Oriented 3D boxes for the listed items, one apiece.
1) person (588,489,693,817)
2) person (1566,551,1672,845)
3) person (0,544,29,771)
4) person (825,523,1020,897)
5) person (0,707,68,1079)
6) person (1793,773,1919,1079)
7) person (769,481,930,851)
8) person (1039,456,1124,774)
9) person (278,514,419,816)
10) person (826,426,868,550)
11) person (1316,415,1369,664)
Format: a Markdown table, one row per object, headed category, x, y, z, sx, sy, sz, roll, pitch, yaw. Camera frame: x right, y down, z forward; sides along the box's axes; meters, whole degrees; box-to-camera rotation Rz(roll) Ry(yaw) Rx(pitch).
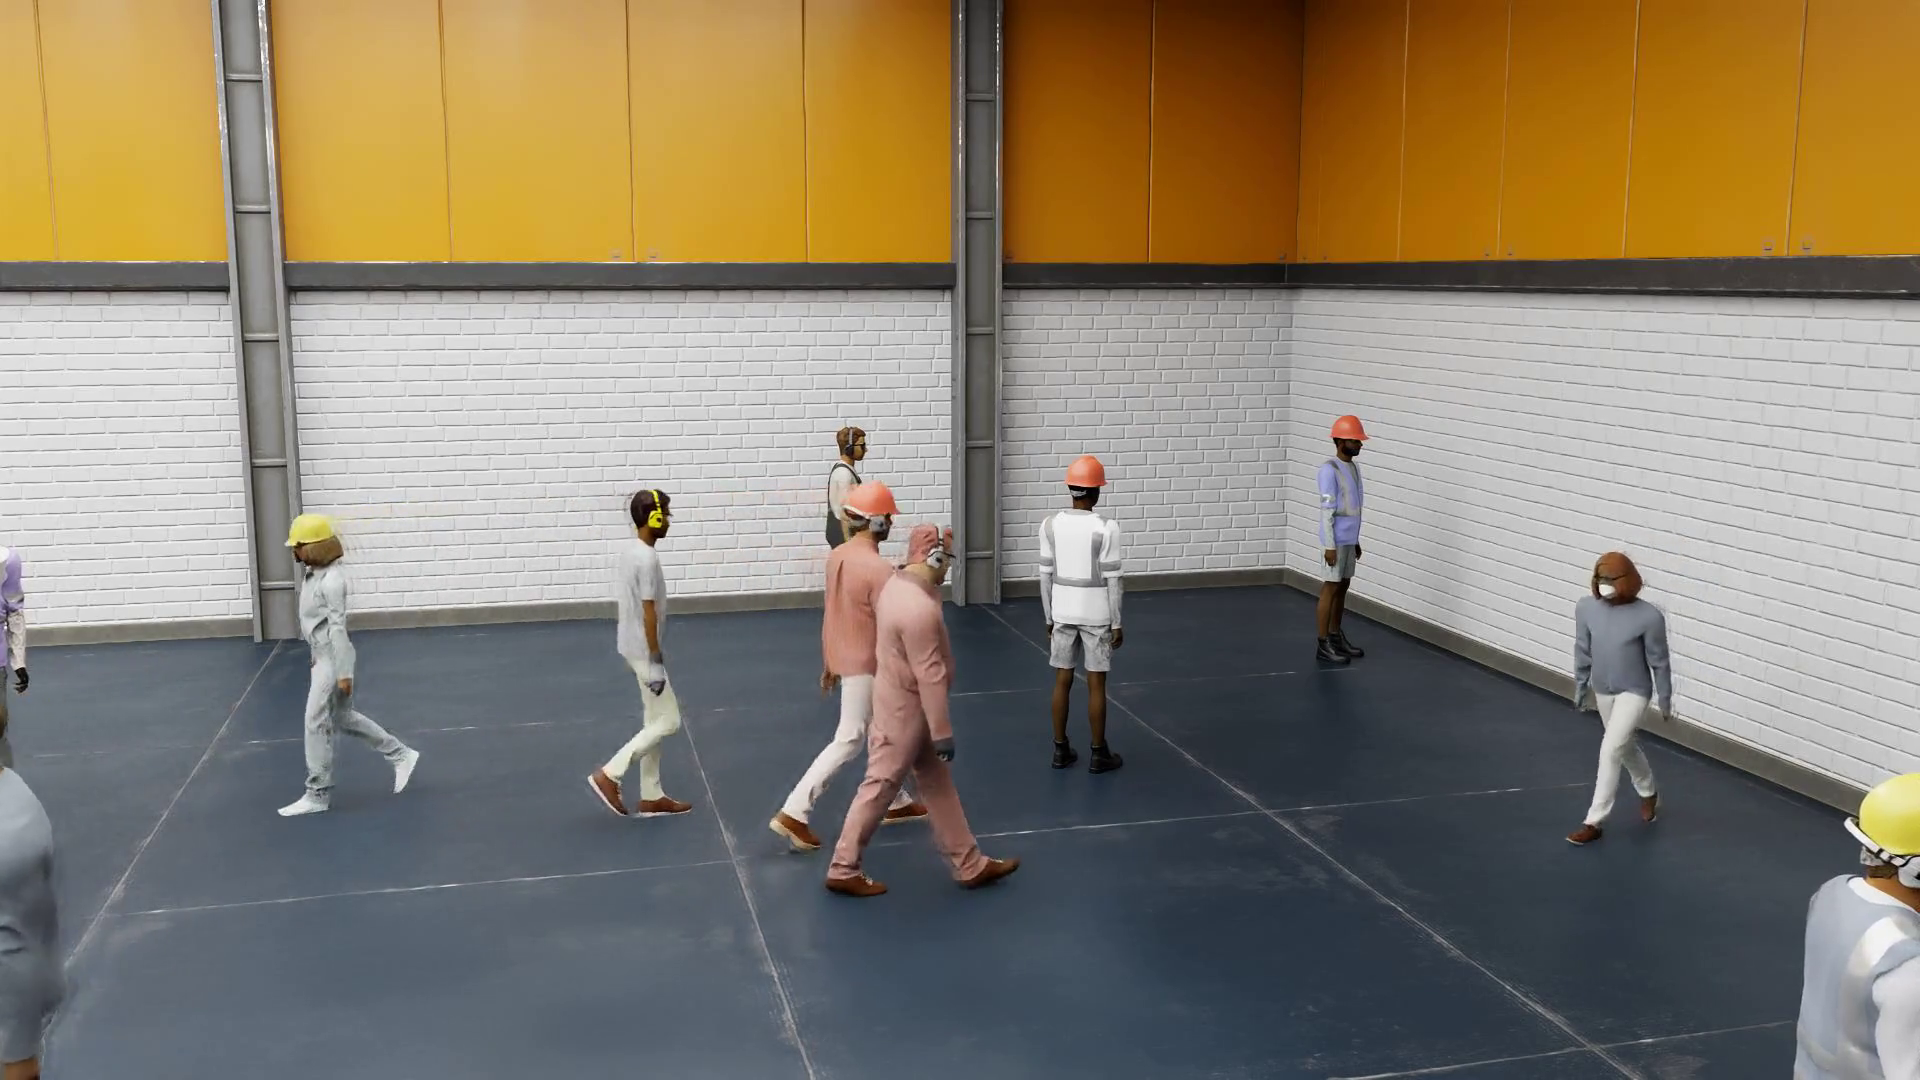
| category | x | y | z | sx | sy | sz | roll | pitch | yaw |
| --- | --- | --- | --- | --- | --- | --- | --- | --- | --- |
| person | -1.787 | 0.643 | 9.227 | 0.476 | 1.846 | 0.560 | -3 | 10 | -20 |
| person | 3.618 | 0.817 | 8.999 | 0.856 | 1.574 | 0.502 | -6 | 11 | -34 |
| person | -5.347 | 0.646 | 8.958 | 0.585 | 1.929 | 0.371 | -5 | 10 | -27 |
| person | -0.204 | 0.833 | 8.068 | 0.981 | 1.843 | 0.650 | -1 | 9 | -4 |
| person | -2.723 | 1.324 | 4.790 | 0.887 | 1.913 | 0.644 | -7 | 11 | -37 |
| person | 2.294 | 1.467 | 4.131 | 0.404 | 1.835 | 0.588 | 1 | 9 | 9 |
| person | -0.582 | 0.659 | 8.860 | 1.035 | 1.945 | 0.615 | -5 | 10 | -29 |
| person | 0.752 | 0.454 | 10.129 | 0.543 | 1.938 | 0.356 | 5 | 10 | 28 |
| person | -3.489 | 0.681 | 9.438 | 0.743 | 1.709 | 0.525 | -5 | 11 | -31 |
| person | -0.892 | 0.015 | 13.206 | 0.341 | 1.839 | 0.501 | 0 | 9 | -2 |
| person | 3.004 | -0.012 | 13.036 | 0.356 | 1.939 | 0.543 | 6 | 11 | 35 |
